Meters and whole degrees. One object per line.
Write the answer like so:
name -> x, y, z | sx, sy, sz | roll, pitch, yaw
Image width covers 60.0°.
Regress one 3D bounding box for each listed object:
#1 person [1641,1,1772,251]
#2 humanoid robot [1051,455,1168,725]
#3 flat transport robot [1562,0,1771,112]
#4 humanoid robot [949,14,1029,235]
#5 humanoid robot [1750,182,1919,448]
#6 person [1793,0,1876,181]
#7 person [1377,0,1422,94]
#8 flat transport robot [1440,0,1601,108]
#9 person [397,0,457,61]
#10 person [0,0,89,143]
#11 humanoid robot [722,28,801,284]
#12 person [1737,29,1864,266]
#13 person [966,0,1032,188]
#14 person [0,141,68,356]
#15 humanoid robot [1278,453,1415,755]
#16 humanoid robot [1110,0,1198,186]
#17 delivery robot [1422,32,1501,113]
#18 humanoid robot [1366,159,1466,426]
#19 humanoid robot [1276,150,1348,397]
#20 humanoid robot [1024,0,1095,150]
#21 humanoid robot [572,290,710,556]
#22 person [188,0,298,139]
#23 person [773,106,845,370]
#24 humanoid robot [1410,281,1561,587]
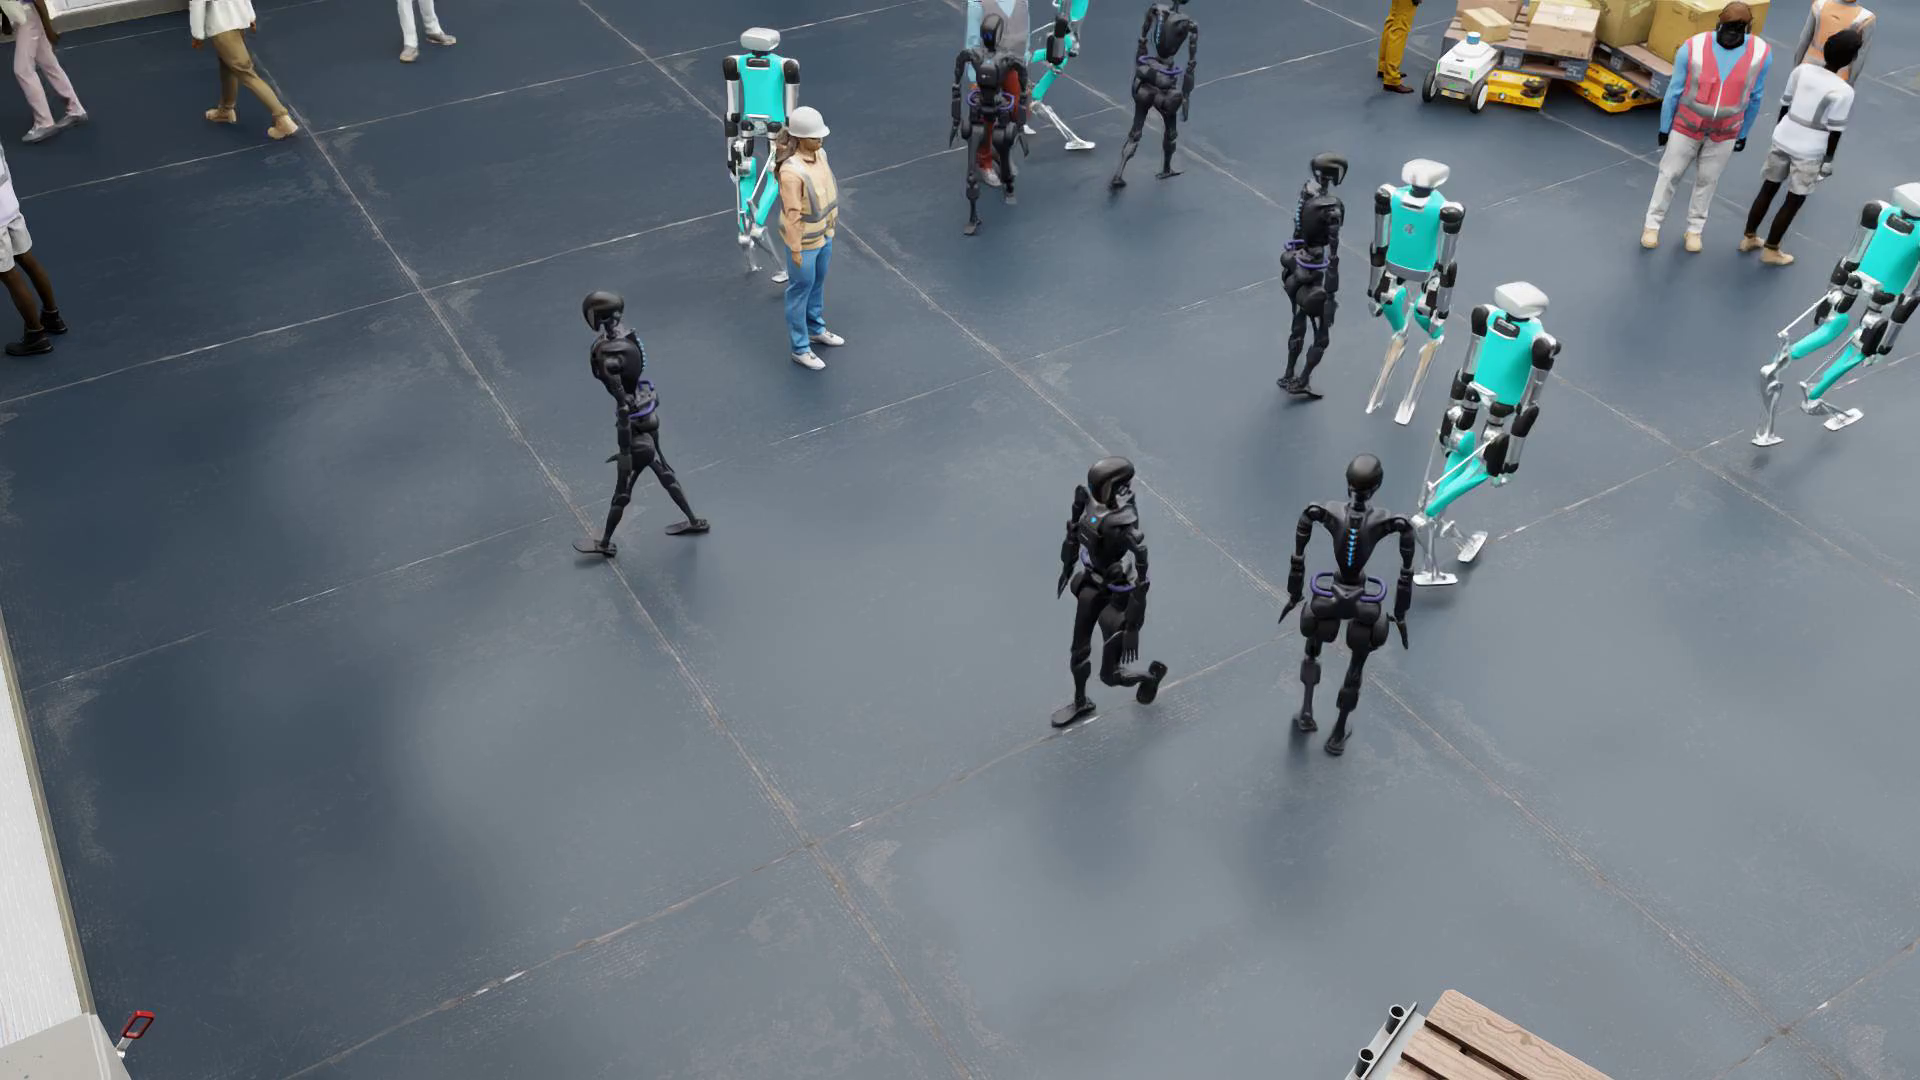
person -> 5.230, -2.892, 11.689 | 0.629, 1.834, 0.434 | 10, 40, 13
humanoid robot -> 0.743, 0.217, 7.890 | 0.575, 1.636, 0.606 | -23, 44, -26
flat transport robot -> 5.993, -3.985, 14.320 | 1.431, 0.231, 0.659 | -13, 40, -16
humanoid robot -> 0.231, -3.069, 12.091 | 0.602, 1.633, 0.739 | 8, 39, 9
humanoid robot -> 5.076, -1.202, 9.653 | 1.052, 1.739, 0.555 | -17, 41, -20
person -> 6.558, -3.525, 12.633 | 0.313, 1.641, 0.513 | -27, 46, -30
person -> 3.789, -4.668, 13.987 | 0.346, 1.751, 0.524 | 3, 39, 4
flat transport robot -> 4.879, -4.178, 14.563 | 0.659, 0.231, 1.431 | 16, 41, 19
person -> -4.832, -5.168, 14.534 | 0.634, 1.870, 0.490 | -23, 44, -27
person -> -7.529, -4.083, 13.195 | 0.580, 1.813, 0.728 | 32, 48, 33
humanoid robot -> -1.376, -2.464, 11.249 | 0.538, 1.764, 0.882 | 7, 39, 9
person -> 5.864, -2.731, 11.600 | 0.341, 1.684, 0.553 | -15, 41, -18
person -> 0.286, -3.549, 12.489 | 0.582, 1.858, 0.482 | -21, 43, -24
person -> -6.176, -2.081, 10.572 | 0.350, 1.942, 0.544 | 1, 38, 1
humanoid robot -> 1.812, 0.305, 7.773 | 0.609, 1.640, 0.333 | 10, 39, 12
humanoid robot -> 1.454, -3.430, 12.526 | 0.711, 1.647, 0.601 | -23, 44, -26
delivery robot -> 4.295, -3.989, 14.104 | 0.499, 0.606, 0.794 | 23, 44, 26
humanoid robot -> 2.761, -1.506, 10.019 | 0.551, 1.804, 0.674 | 25, 45, 28
humanoid robot -> 2.154, -1.625, 10.206 | 0.316, 1.649, 0.609 | -9, 39, -11
humanoid robot -> 0.642, -3.915, 13.084 | 0.976, 1.766, 0.541 | 14, 40, 17
humanoid robot -> -1.805, -0.633, 8.984 | 0.759, 1.620, 0.603 | -5, 39, -7
person -> -5.833, -4.074, 13.265 | 0.960, 1.717, 0.537 | 10, 39, 12
person -> -0.964, -1.936, 10.559 | 0.367, 1.730, 0.487 | 15, 41, 18
humanoid robot -> 2.591, -0.458, 8.706 | 0.901, 1.765, 0.565 | -20, 42, -23
